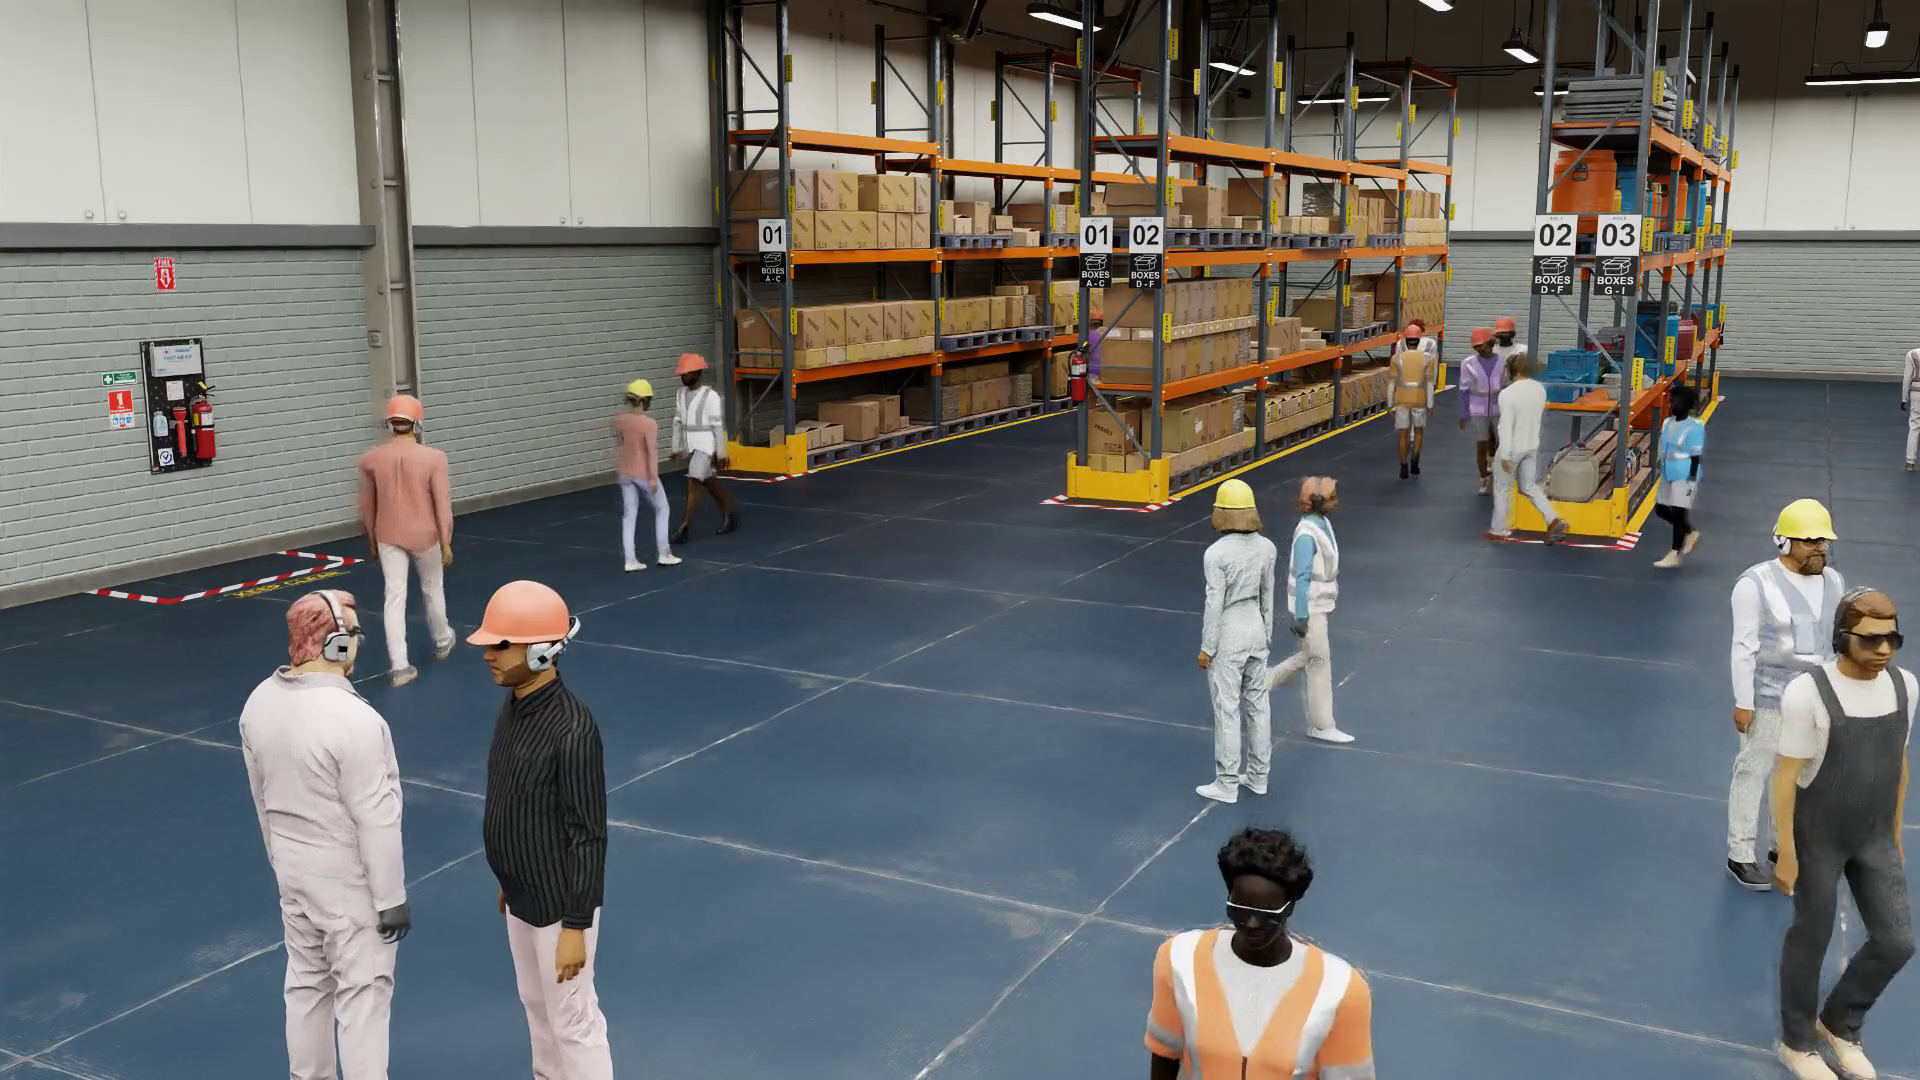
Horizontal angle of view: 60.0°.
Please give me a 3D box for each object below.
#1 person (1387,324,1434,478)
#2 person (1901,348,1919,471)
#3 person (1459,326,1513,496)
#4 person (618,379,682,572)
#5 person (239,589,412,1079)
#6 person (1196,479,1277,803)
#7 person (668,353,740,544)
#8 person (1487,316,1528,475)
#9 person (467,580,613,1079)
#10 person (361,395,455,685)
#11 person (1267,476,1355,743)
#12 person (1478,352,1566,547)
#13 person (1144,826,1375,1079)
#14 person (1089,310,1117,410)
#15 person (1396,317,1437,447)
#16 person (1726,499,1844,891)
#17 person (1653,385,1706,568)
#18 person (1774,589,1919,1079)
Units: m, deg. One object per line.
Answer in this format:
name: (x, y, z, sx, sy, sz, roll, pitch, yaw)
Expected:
person: (5.657, -1.745, 20.927, 0.565, 1.915, 0.580, 2, 11, 12)
person: (12.462, -1.818, 21.432, 0.578, 1.882, 0.346, 6, 12, 29)
person: (6.130, -1.486, 19.320, 0.673, 1.991, 0.500, 2, 11, 11)
person: (-2.832, -0.593, 15.146, 0.531, 1.742, 0.699, 7, 12, 32)
person: (-2.027, 1.100, 5.464, 0.642, 1.906, 0.410, 7, 12, 33)
person: (1.475, 0.538, 8.969, 0.493, 1.740, 0.325, -7, 13, -34)
person: (-2.591, -0.929, 16.630, 1.035, 1.883, 0.534, -10, 14, -43)
person: (7.006, -1.869, 21.369, 0.613, 2.015, 0.873, 5, 12, 26)
person: (-1.303, 1.103, 5.195, 0.378, 1.996, 0.611, -7, 13, -35)
person: (-3.811, -0.036, 11.547, 0.647, 1.936, 1.009, -1, 10, -3)
person: (2.065, 0.405, 10.010, 0.629, 1.621, 0.523, 4, 11, 20)
person: (5.510, -0.870, 16.199, 0.637, 1.914, 0.838, -6, 12, -29)
person: (0.692, 1.484, 3.943, 0.552, 1.682, 0.367, 4, 11, 19)
person: (2.275, -2.625, 25.791, 0.574, 1.891, 0.949, 7, 13, 35)
person: (6.594, -2.284, 24.055, 0.584, 1.854, 0.808, 4, 11, 19)
person: (3.866, 0.714, 7.759, 0.588, 1.834, 0.403, -3, 11, -18)
person: (6.629, -0.580, 15.210, 0.500, 1.686, 0.541, -3, 11, -14)
person: (3.121, 1.067, 5.846, 0.551, 1.827, 0.461, -1, 10, -8)
